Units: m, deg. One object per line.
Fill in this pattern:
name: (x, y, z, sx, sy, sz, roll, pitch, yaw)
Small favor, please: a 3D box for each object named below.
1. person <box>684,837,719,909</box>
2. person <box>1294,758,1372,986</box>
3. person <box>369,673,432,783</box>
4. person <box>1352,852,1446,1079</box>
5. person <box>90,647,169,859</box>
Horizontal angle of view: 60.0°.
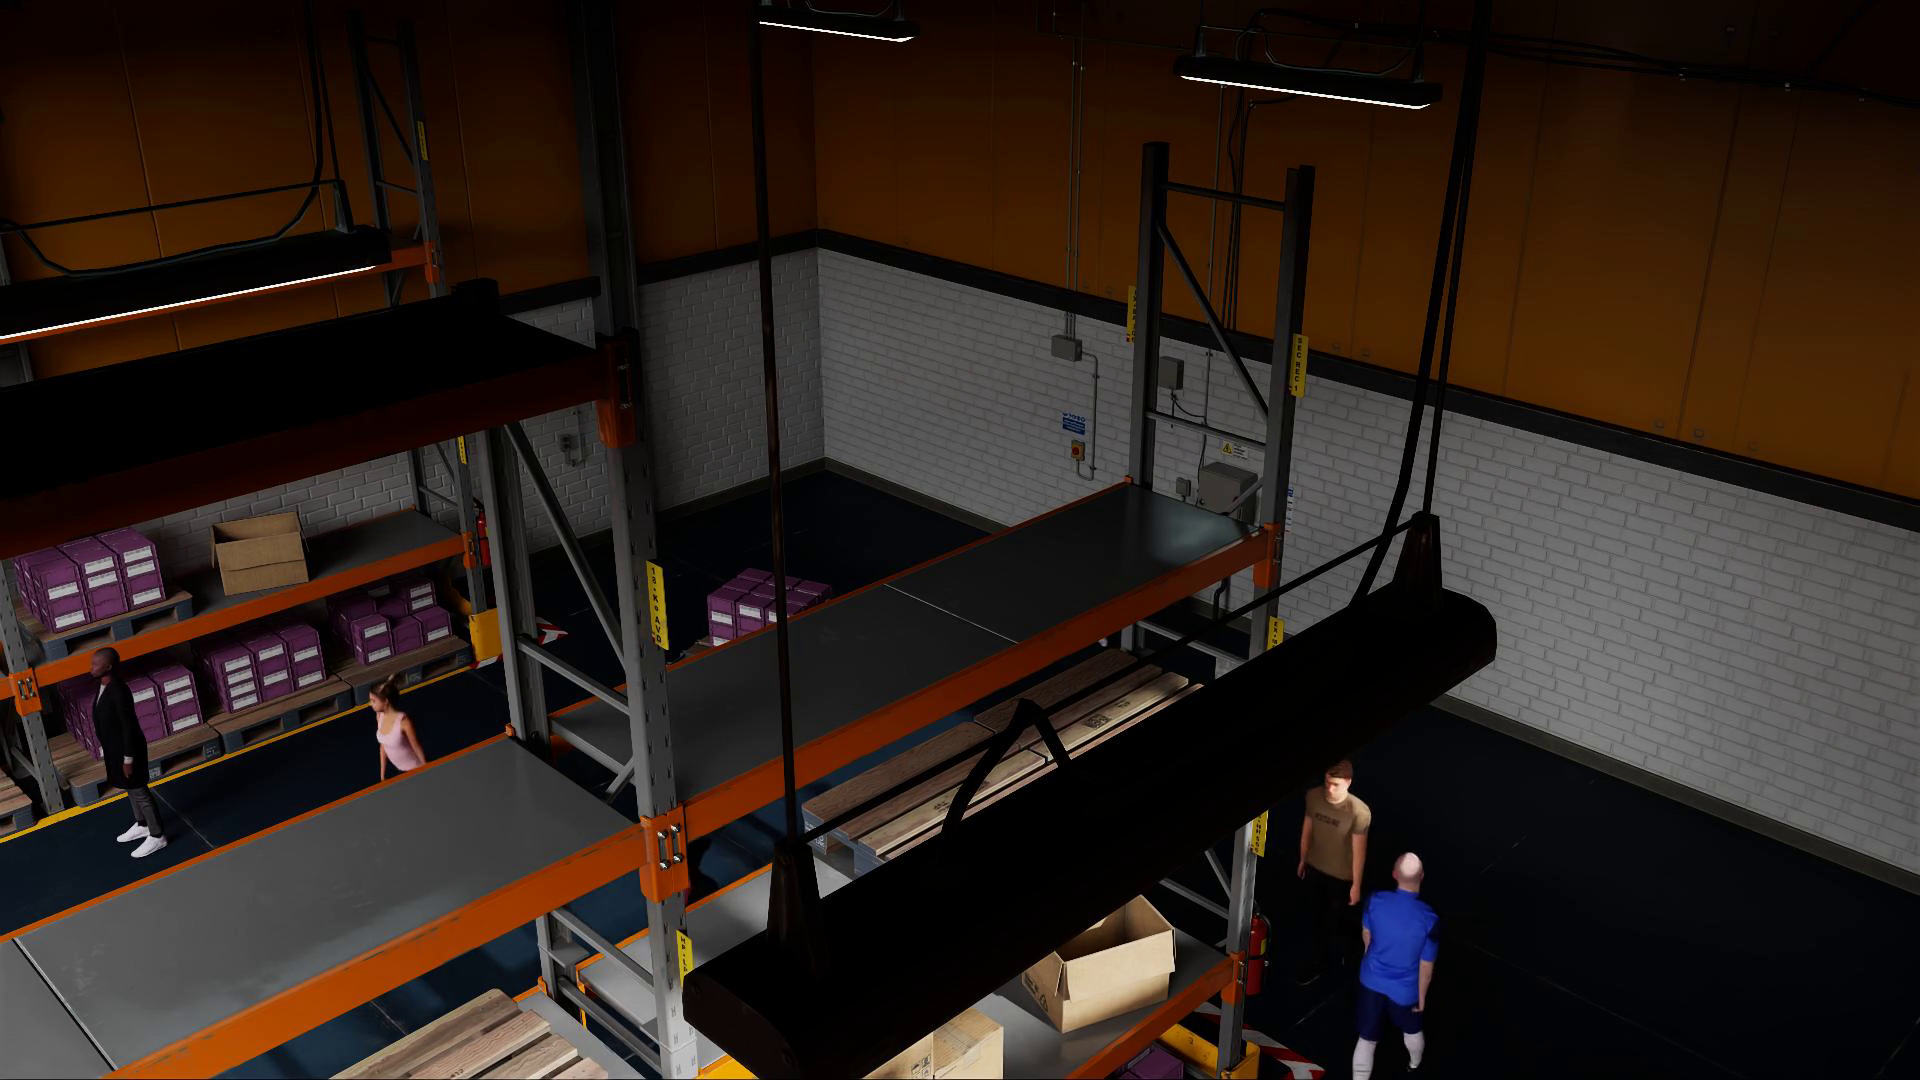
person: (-1.716, 2.633, 10.909, 0.682, 1.613, 1.028, 15, 28, 30)
person: (2.621, 2.261, 11.483, 0.799, 1.836, 0.699, -20, 31, -38)
person: (-4.185, 1.754, 12.910, 0.624, 1.620, 0.948, 15, 28, 31)
person: (2.640, 2.807, 10.285, 0.884, 1.794, 1.168, 12, 26, 26)
person: (-6.524, 1.628, 13.023, 0.539, 1.762, 0.635, -21, 31, -39)
